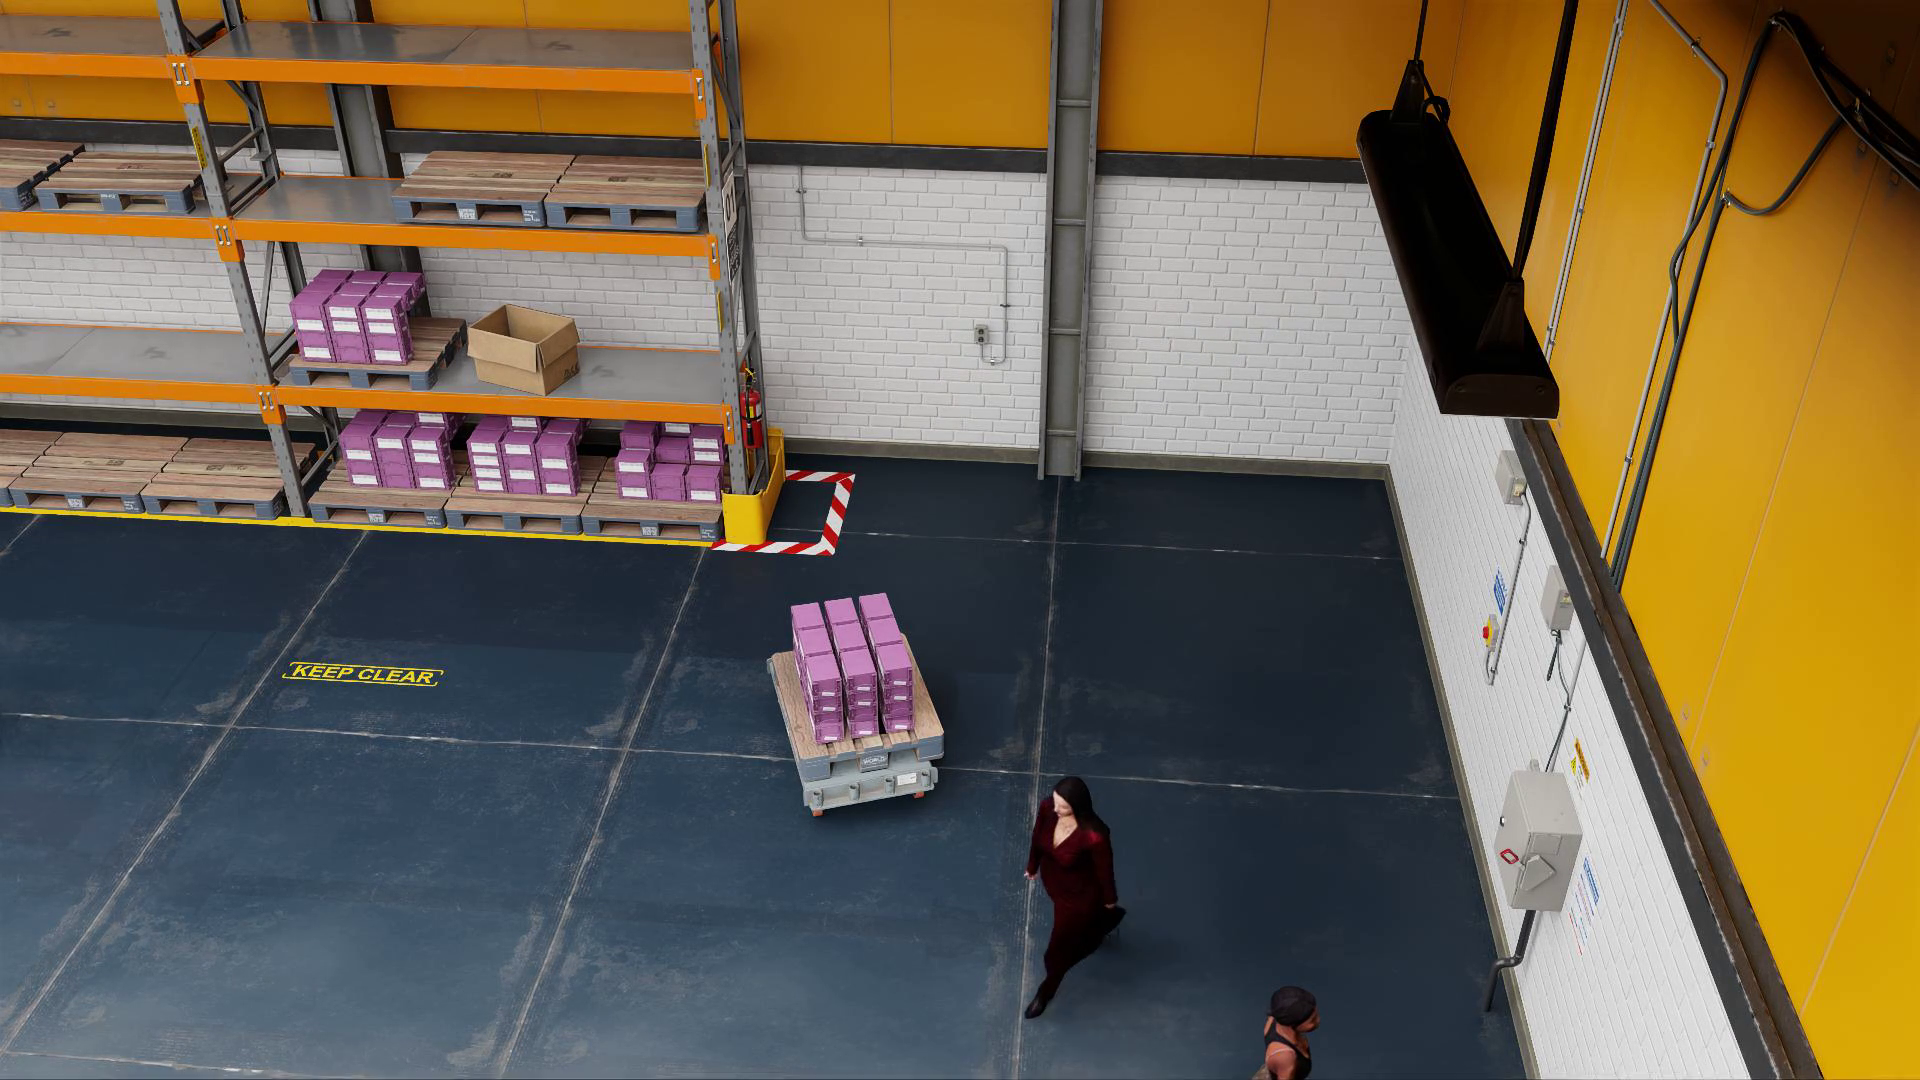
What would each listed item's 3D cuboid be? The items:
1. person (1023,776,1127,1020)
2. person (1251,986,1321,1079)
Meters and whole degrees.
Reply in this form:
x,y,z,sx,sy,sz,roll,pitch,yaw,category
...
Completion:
x,y,z,sx,sy,sz,roll,pitch,yaw,category
0.733,1.999,9.879,1.217,1.705,1.152,-24,40,-31,person
1.619,2.897,8.534,0.501,1.699,0.574,3,34,5,person
